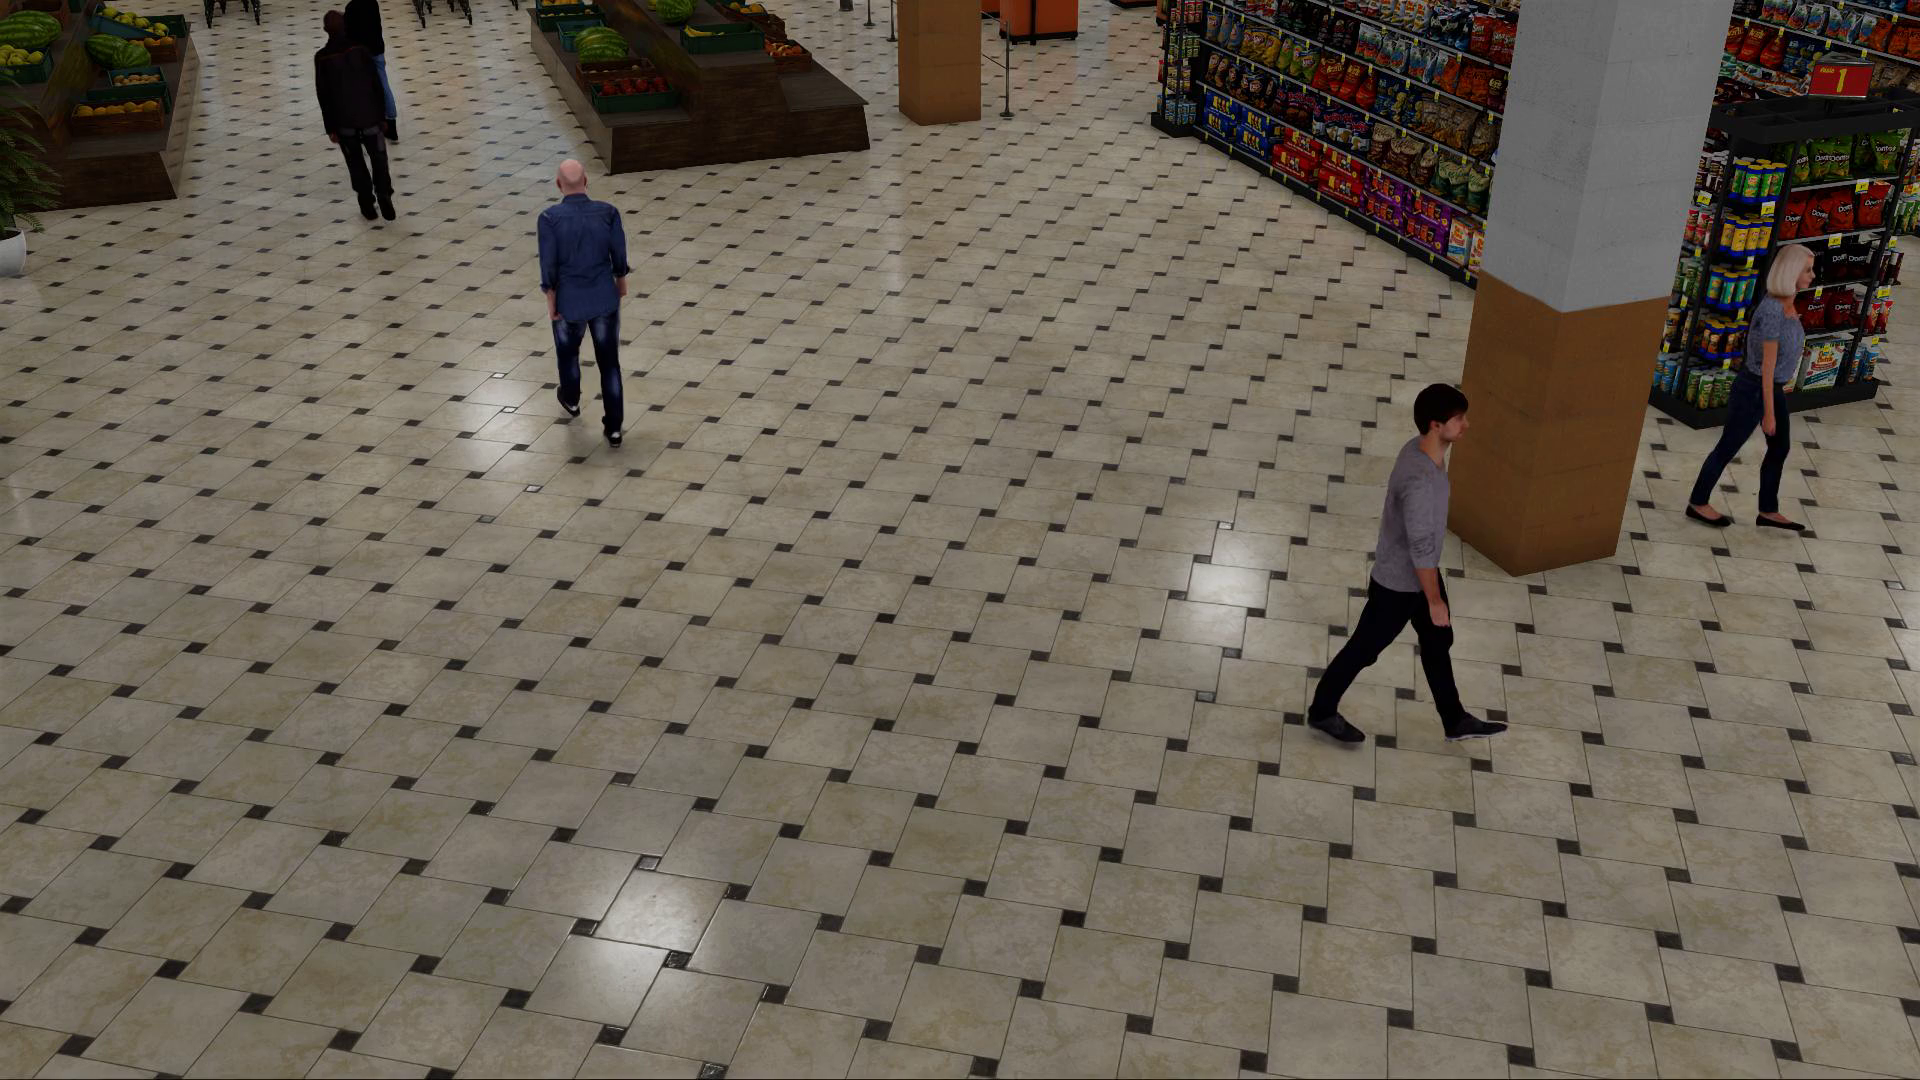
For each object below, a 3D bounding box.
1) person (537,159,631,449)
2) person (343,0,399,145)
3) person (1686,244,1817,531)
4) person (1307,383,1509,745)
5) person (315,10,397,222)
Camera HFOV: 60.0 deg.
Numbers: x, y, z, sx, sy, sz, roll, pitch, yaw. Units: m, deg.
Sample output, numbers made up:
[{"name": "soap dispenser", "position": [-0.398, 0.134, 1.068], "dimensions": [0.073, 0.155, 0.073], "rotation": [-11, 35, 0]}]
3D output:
[{"name": "person", "position": [-2.295, -1.415, 10.317], "dimensions": [0.797, 1.791, 1.083], "rotation": [-13, 31, -22]}, {"name": "person", "position": [-5.928, -4.839, 16.680], "dimensions": [0.704, 1.702, 0.656], "rotation": [16, 32, 26]}, {"name": "person", "position": [4.410, -0.852, 9.378], "dimensions": [0.978, 1.701, 0.869], "rotation": [20, 35, 32]}, {"name": "person", "position": [1.890, 0.154, 7.426], "dimensions": [1.186, 1.806, 1.119], "rotation": [14, 32, 23]}, {"name": "person", "position": [-5.176, -3.607, 14.313], "dimensions": [0.754, 1.809, 0.954], "rotation": [-13, 31, -23]}]
